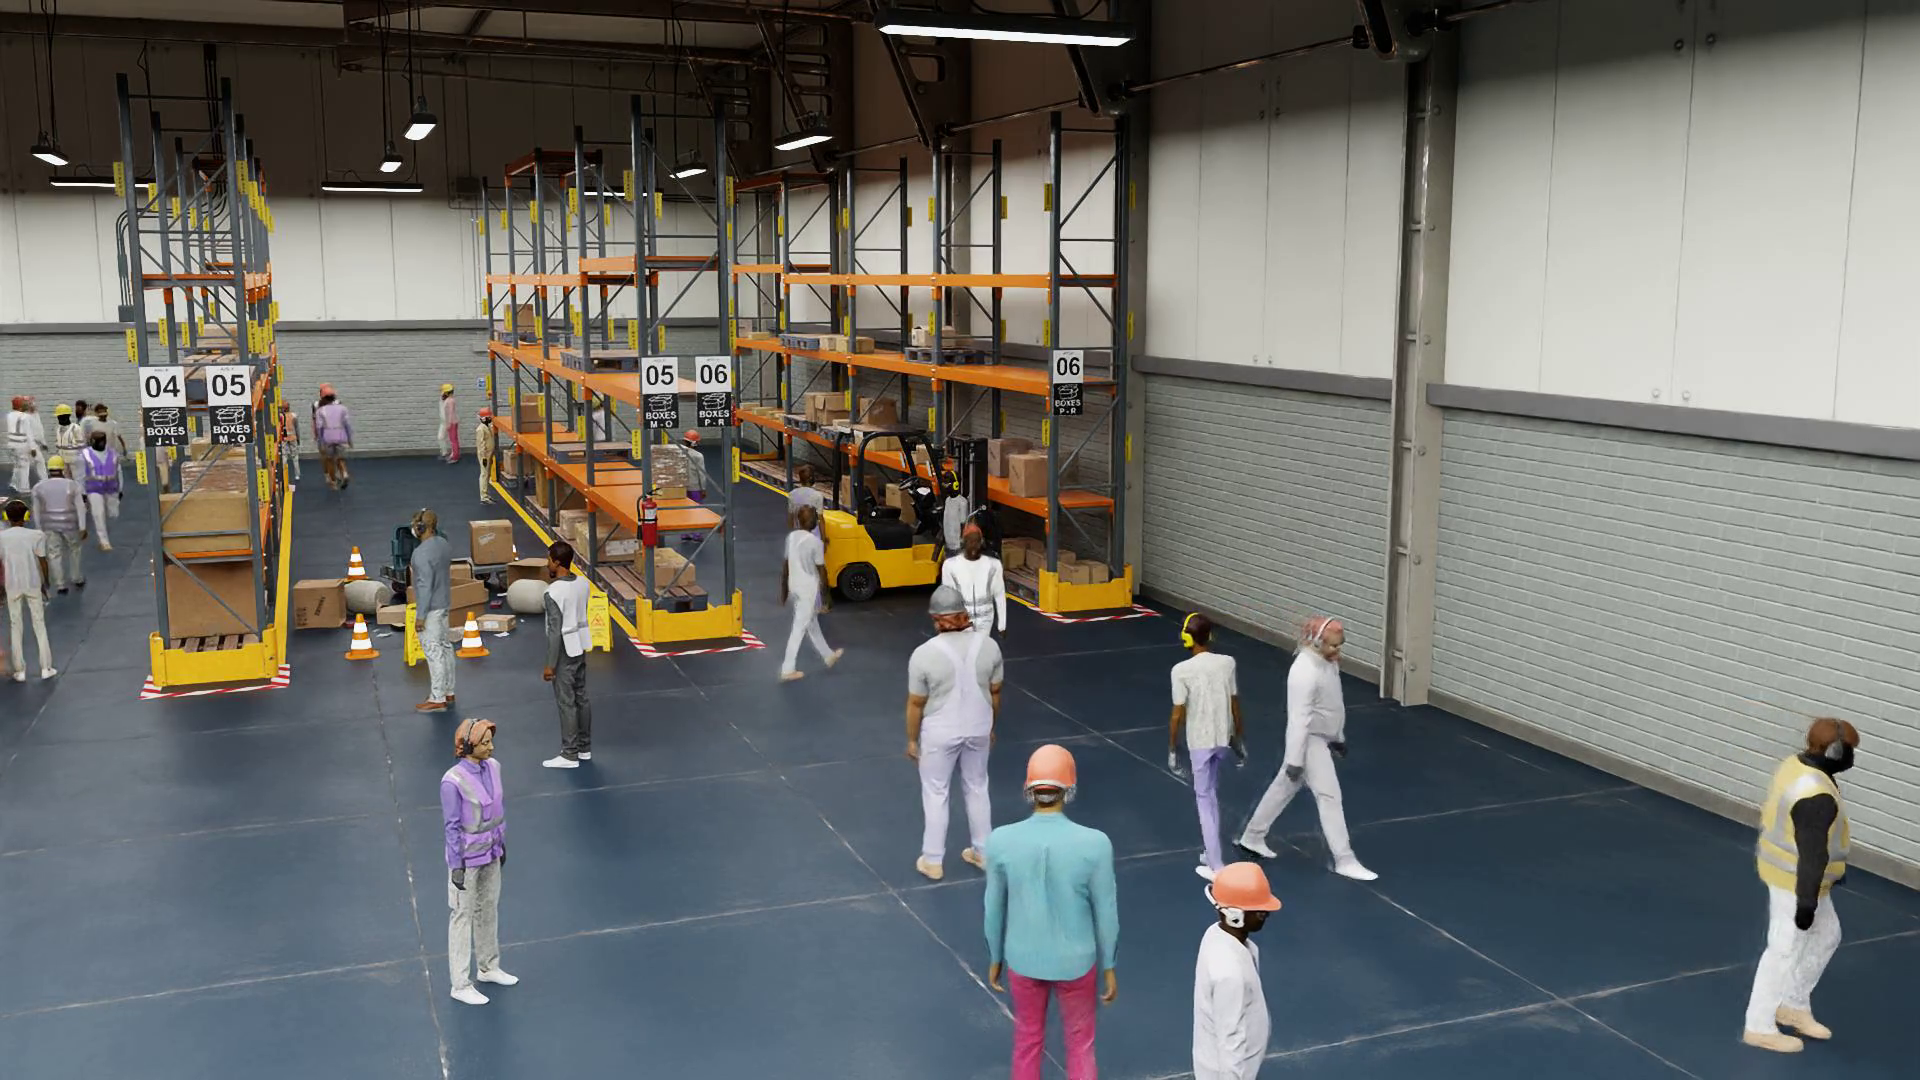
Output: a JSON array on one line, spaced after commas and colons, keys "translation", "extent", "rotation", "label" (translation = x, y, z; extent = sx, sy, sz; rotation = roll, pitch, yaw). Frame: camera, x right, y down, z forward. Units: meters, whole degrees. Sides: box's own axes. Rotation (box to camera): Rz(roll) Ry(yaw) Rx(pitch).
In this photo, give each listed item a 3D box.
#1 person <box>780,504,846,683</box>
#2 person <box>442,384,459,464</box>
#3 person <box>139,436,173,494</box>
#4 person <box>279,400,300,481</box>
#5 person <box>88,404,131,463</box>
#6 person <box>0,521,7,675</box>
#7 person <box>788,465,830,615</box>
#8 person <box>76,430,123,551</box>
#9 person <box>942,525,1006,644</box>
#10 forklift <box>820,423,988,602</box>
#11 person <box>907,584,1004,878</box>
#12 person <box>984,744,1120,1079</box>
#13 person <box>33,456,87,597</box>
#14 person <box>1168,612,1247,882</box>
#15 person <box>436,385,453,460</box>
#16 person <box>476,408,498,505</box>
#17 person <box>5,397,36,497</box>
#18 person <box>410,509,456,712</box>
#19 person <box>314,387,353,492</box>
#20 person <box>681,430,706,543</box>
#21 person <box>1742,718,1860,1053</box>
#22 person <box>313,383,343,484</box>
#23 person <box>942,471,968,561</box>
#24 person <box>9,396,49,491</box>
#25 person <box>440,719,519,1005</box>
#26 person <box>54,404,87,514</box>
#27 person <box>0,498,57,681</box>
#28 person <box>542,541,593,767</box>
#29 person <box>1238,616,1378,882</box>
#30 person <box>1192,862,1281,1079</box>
[{"translation": [-1.511, 0.525, 17.087], "extent": [0.540, 1.796, 0.970], "rotation": [9, 13, 44], "label": "person"}, {"translation": [-11.220, -2.557, 36.631], "extent": [0.321, 1.761, 0.522], "rotation": [-1, 9, -9], "label": "person"}, {"translation": [-14.116, -1.310, 29.215], "extent": [0.518, 1.618, 0.345], "rotation": [-4, 10, -24], "label": "person"}, {"translation": [-13.538, -1.995, 33.459], "extent": [0.514, 1.642, 0.311], "rotation": [-6, 11, -34], "label": "person"}, {"translation": [-15.295, -1.527, 29.901], "extent": [0.691, 1.829, 0.783], "rotation": [-7, 11, -36], "label": "person"}, {"translation": [-10.016, 0.421, 16.994], "extent": [0.778, 2.000, 0.688], "rotation": [4, 10, 24], "label": "person"}, {"translation": [-1.848, 0.000, 20.257], "extent": [0.504, 1.847, 0.345], "rotation": [5, 10, 27], "label": "person"}, {"translation": [-12.947, -0.754, 25.050], "extent": [0.562, 1.829, 0.639], "rotation": [8, 12, 42], "label": "person"}, {"translation": [0.133, 0.776, 15.436], "extent": [0.597, 1.829, 0.974], "rotation": [-1, 9, -6], "label": "person"}, {"translation": [-0.830, -0.399, 21.676], "extent": [2.313, 2.155, 1.214], "rotation": [-4, 10, -21], "label": "forklift"}, {"translation": [-0.061, 1.297, 11.486], "extent": [0.685, 2.000, 0.536], "rotation": [-4, 10, -24], "label": "person"}, {"translation": [0.429, 1.923, 7.690], "extent": [0.625, 1.989, 0.405], "rotation": [2, 9, 12], "label": "person"}, {"translation": [-11.671, -0.200, 21.638], "extent": [0.621, 1.801, 0.821], "rotation": [-3, 10, -18], "label": "person"}, {"translation": [1.680, 1.411, 11.414], "extent": [0.535, 1.832, 0.610], "rotation": [-4, 10, -25], "label": "person"}, {"translation": [-11.466, -2.618, 37.174], "extent": [0.572, 1.706, 0.555], "rotation": [6, 11, 32], "label": "person"}, {"translation": [-8.567, -1.521, 30.122], "extent": [0.326, 1.752, 0.560], "rotation": [-1, 9, -6], "label": "person"}, {"translation": [-17.556, -1.741, 31.134], "extent": [0.657, 1.868, 0.445], "rotation": [4, 10, 23], "label": "person"}, {"translation": [-5.015, 0.663, 15.791], "extent": [0.355, 1.938, 0.636], "rotation": [1, 9, 3], "label": "person"}, {"translation": [-11.962, -1.917, 31.777], "extent": [0.657, 2.018, 0.620], "rotation": [-6, 11, -35], "label": "person"}, {"translation": [-4.147, -0.833, 25.787], "extent": [0.575, 1.749, 0.336], "rotation": [6, 11, 32], "label": "person"}, {"translation": [4.512, 1.827, 8.931], "extent": [0.520, 1.796, 0.661], "rotation": [3, 10, 19], "label": "person"}, {"translation": [-12.574, -2.133, 33.204], "extent": [0.609, 1.996, 0.811], "rotation": [-2, 9, -11], "label": "person"}, {"translation": [-0.065, 0.106, 19.565], "extent": [0.329, 1.861, 0.504], "rotation": [-5, 10, -26], "label": "person"}, {"translation": [-17.706, -1.818, 31.655], "extent": [0.945, 1.871, 0.640], "rotation": [-2, 9, -10], "label": "person"}, {"translation": [-2.765, 1.817, 9.508], "extent": [0.311, 1.632, 0.515], "rotation": [3, 10, 19], "label": "person"}, {"translation": [-15.368, -1.381, 28.692], "extent": [0.591, 1.925, 0.385], "rotation": [4, 10, 23], "label": "person"}, {"translation": [-9.572, 0.508, 16.982], "extent": [0.519, 1.873, 0.335], "rotation": [-4, 10, -25], "label": "person"}, {"translation": [-3.304, 0.958, 13.999], "extent": [0.392, 1.920, 0.593], "rotation": [2, 9, 14], "label": "person"}, {"translation": [2.383, 1.405, 11.454], "extent": [0.981, 1.848, 0.634], "rotation": [3, 9, 18], "label": "person"}, {"translation": [1.134, 2.171, 6.882], "extent": [0.342, 1.751, 0.564], "rotation": [1, 9, 5], "label": "person"}]
